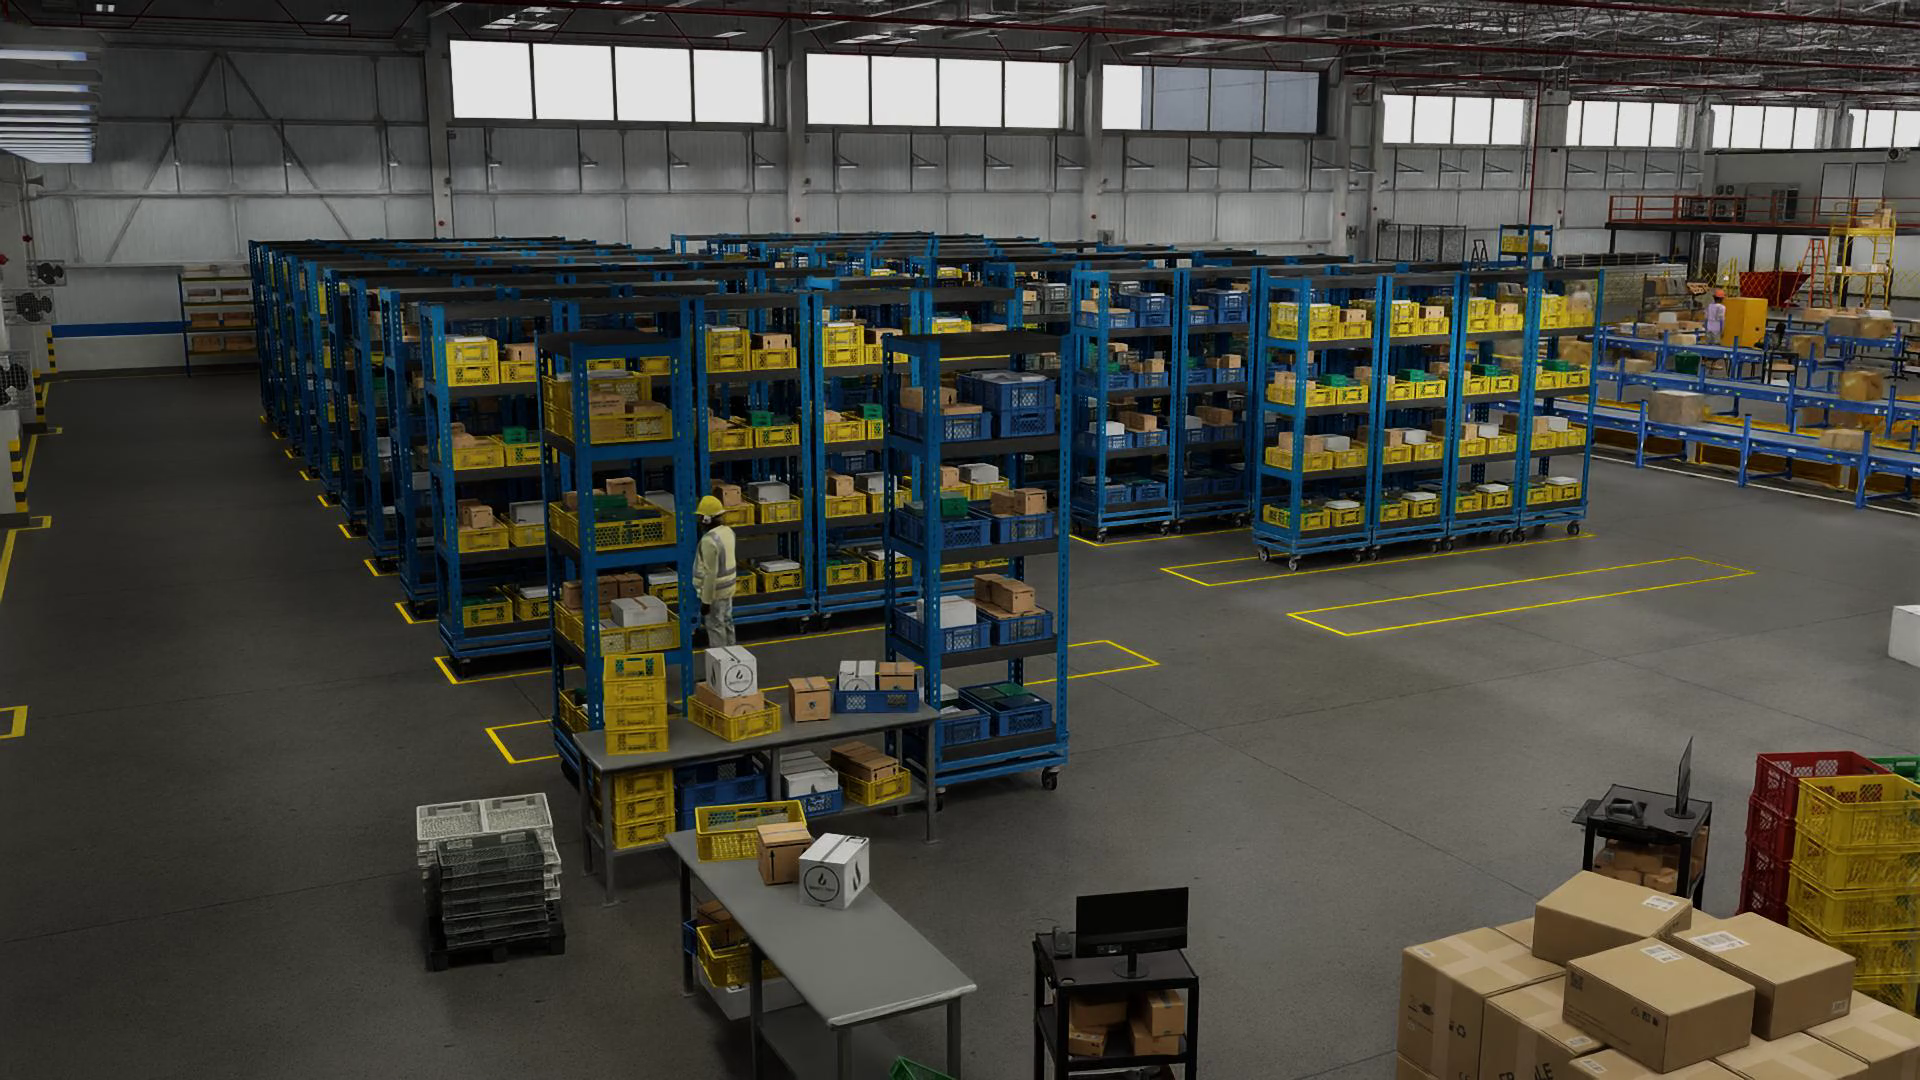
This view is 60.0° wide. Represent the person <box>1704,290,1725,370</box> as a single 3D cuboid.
[{"bbox_3d":[19.411,-5.402,42.749,0.393,2.044,0.609,-4,13,-19],"label":"person"}]

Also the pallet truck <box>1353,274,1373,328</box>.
[{"bbox_3d":[13.011,-8.050,55.243,0.823,1.965,1.885,-7,14,-28],"label":"pallet truck"}]

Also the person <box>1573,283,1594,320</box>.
[{"bbox_3d":[18.243,-6.569,48.599,0.668,1.885,0.641,-3,12,-15],"label":"person"}]

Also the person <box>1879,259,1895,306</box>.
[{"bbox_3d":[36.174,-10.027,64.846,0.504,1.847,0.344,-8,15,-34],"label":"person"}]

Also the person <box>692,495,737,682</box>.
[{"bbox_3d":[-2.320,0.483,15.718,0.403,1.832,0.594,3,12,13],"label":"person"}]
